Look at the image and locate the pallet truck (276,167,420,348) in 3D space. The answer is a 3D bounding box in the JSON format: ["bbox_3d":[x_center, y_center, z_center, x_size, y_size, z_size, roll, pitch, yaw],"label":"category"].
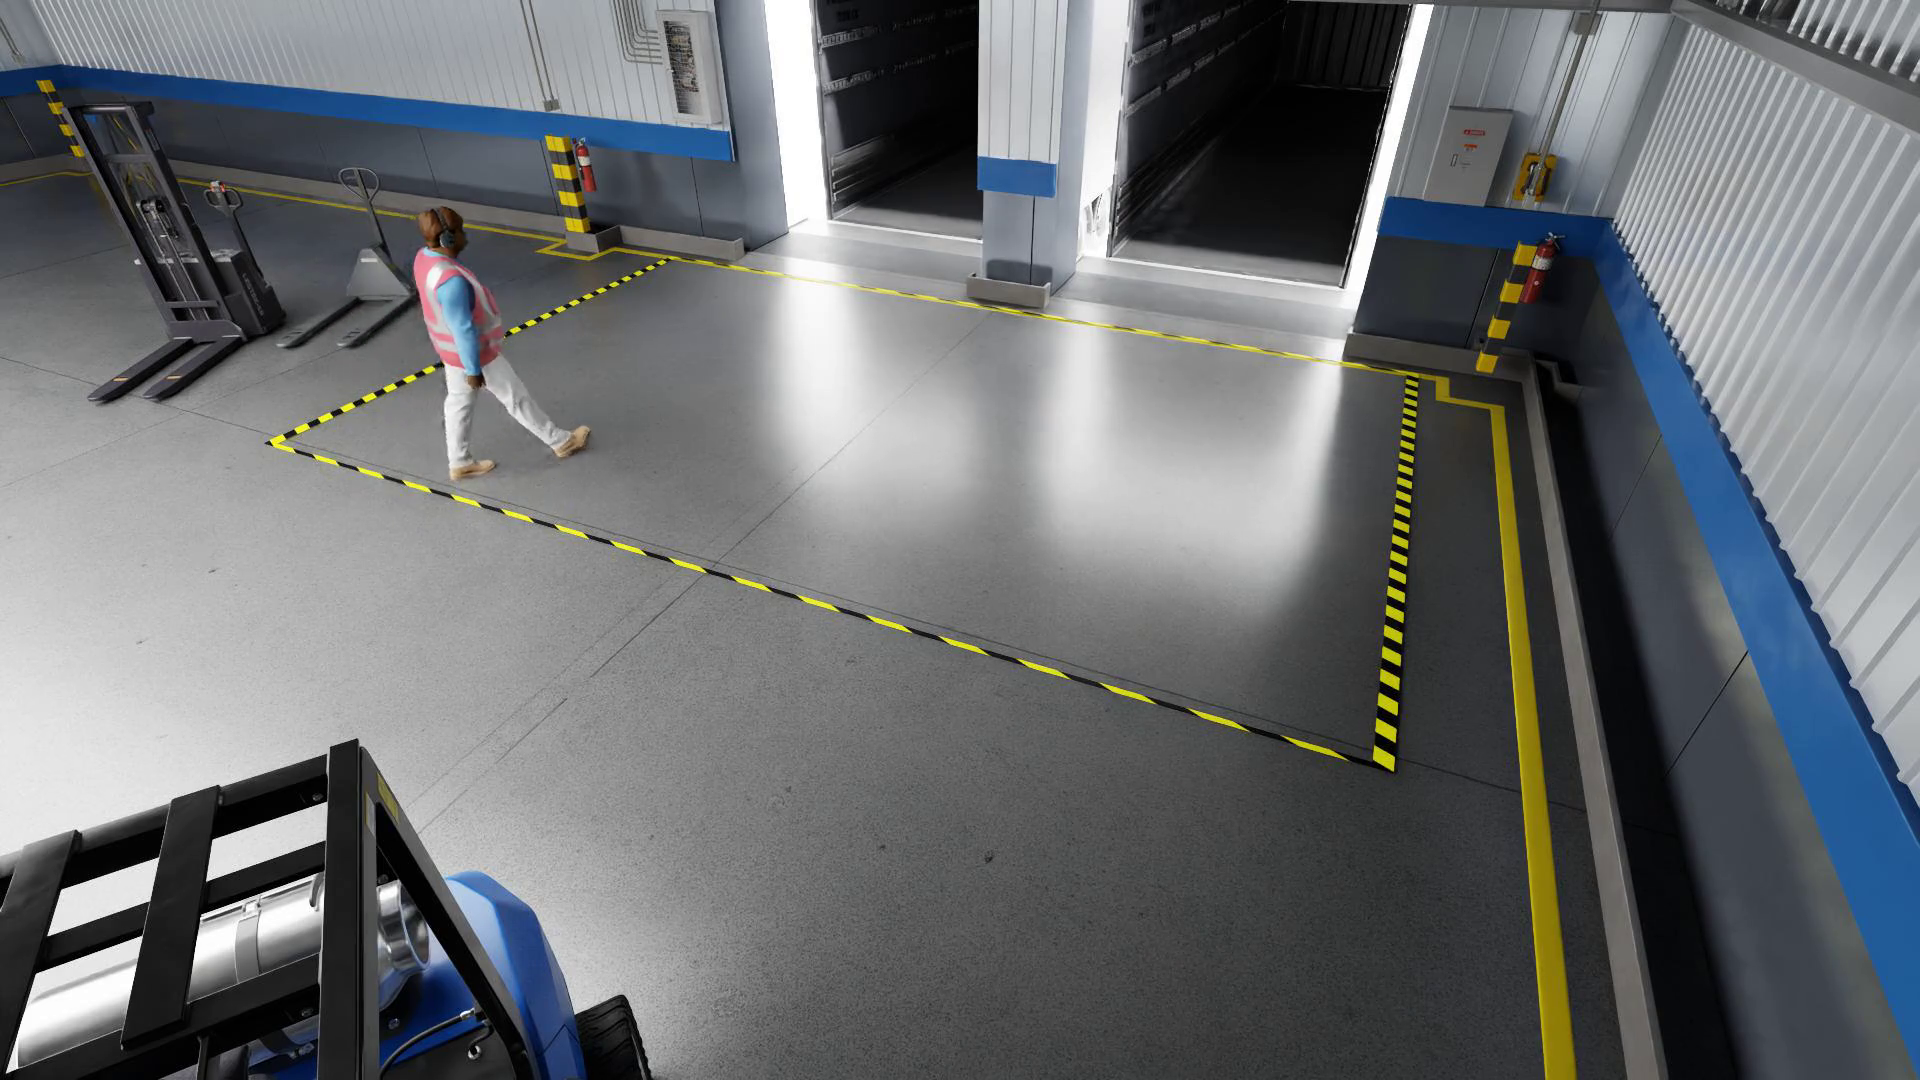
[{"bbox_3d":[-5.732,-2.611,8.414,0.680,1.201,1.601,-1,35,-1],"label":"pallet truck"}]

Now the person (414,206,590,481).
[{"bbox_3d":[-3.102,-1.279,6.021,0.947,1.799,0.641,-27,43,-33],"label":"person"}]

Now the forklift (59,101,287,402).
[{"bbox_3d":[-6.686,-2.387,7.434,0.823,1.965,1.885,-3,35,-5],"label":"forklift"}]

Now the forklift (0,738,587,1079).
[{"bbox_3d":[-1.175,1.560,1.478,1.157,2.036,2.680,-17,38,-23],"label":"forklift"}]
